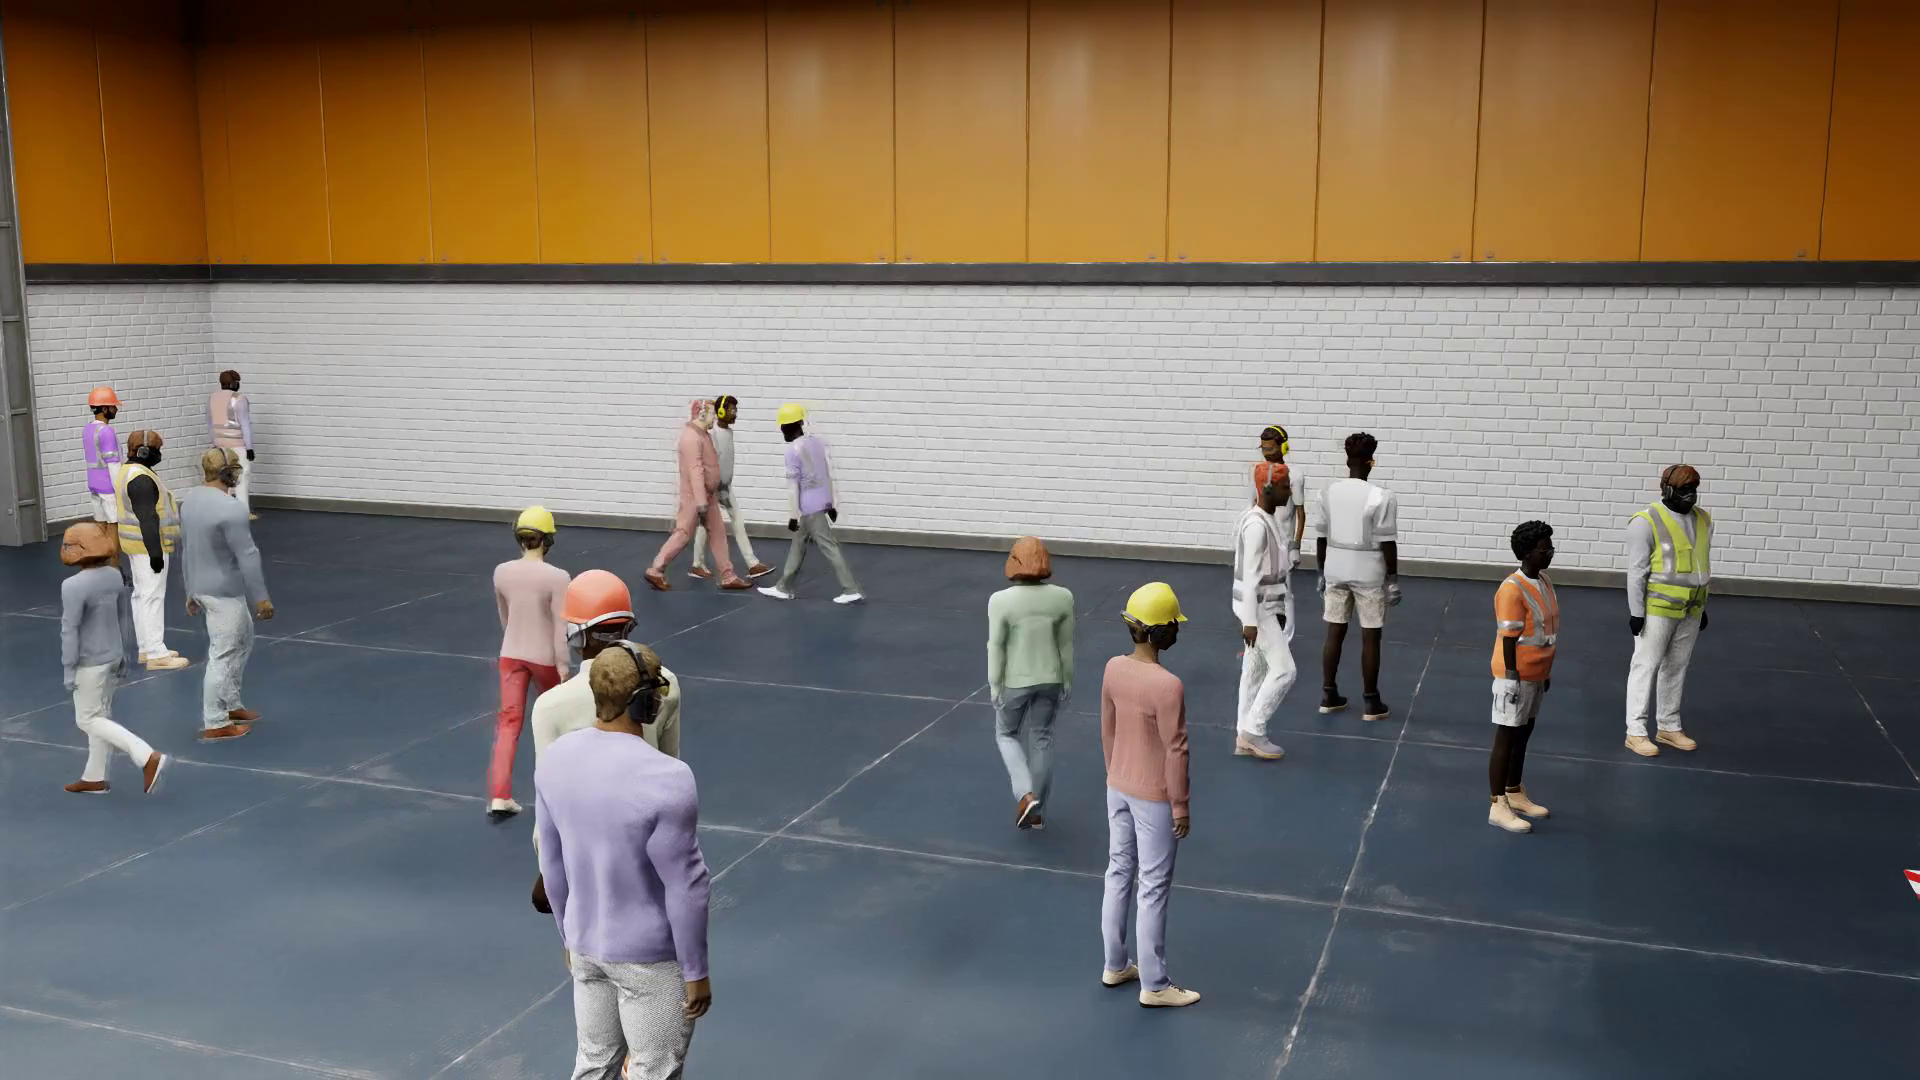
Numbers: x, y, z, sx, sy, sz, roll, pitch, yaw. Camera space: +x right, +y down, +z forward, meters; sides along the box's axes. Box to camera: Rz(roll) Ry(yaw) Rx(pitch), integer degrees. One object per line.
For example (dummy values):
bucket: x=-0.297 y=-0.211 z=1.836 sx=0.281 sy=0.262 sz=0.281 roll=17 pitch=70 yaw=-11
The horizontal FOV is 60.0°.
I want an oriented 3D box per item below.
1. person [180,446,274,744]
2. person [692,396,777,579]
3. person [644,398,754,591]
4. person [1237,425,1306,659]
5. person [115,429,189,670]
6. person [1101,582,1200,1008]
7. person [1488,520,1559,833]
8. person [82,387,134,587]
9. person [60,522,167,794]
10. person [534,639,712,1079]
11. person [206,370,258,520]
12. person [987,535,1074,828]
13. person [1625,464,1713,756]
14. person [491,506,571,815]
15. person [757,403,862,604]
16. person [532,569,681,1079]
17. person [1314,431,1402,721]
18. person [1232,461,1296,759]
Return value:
person: x=-4.713 y=0.346 z=10.790 sx=0.641 sy=1.918 sz=0.615 roll=8 pitch=12 yaw=42
person: x=-2.271 y=-0.494 z=16.318 sx=0.990 sy=1.815 sz=0.533 roll=5 pitch=10 yaw=27
person: x=-2.531 y=-0.427 z=15.823 sx=1.013 sy=1.849 sz=0.644 roll=0 pitch=9 yaw=2
person: x=2.431 y=0.040 z=12.876 sx=0.336 sy=1.864 sz=0.513 roll=-8 pitch=12 yaw=-39
person: x=-6.211 y=0.070 z=12.767 sx=0.429 sy=1.840 sz=0.624 roll=-6 pitch=11 yaw=-35
person: x=0.783 y=1.049 z=6.912 sx=0.312 sy=1.769 sz=0.522 roll=-5 pitch=11 yaw=-30
person: x=3.089 y=0.730 z=9.103 sx=0.319 sy=1.696 sz=0.532 roll=7 pitch=12 yaw=38
person: x=-8.197 y=-0.506 z=16.026 sx=0.544 sy=1.939 sz=0.354 roll=8 pitch=12 yaw=39
person: x=-4.914 y=0.697 z=9.561 sx=0.629 sy=1.610 sz=0.509 roll=1 pitch=9 yaw=4
person: x=-1.009 y=1.255 z=5.101 sx=0.630 sy=1.940 sz=0.372 roll=6 pitch=11 yaw=32
person: x=-8.915 y=-1.155 z=20.366 sx=0.663 sy=1.843 sz=0.459 roll=4 pitch=10 yaw=23
person: x=0.395 y=0.788 z=8.999 sx=0.500 sy=1.622 sz=0.418 roll=-3 pitch=10 yaw=-17
person: x=4.481 y=0.435 z=10.488 sx=0.634 sy=1.841 sz=0.429 roll=-4 pitch=10 yaw=-23
person: x=-2.421 y=0.667 z=9.448 sx=0.522 sy=1.720 sz=0.941 roll=2 pitch=9 yaw=15
person: x=-1.355 y=-0.321 z=15.200 sx=1.021 sy=1.850 sz=0.582 roll=2 pitch=9 yaw=14
person: x=-1.258 y=1.092 z=5.937 sx=0.381 sy=1.994 sz=0.617 roll=8 pitch=12 yaw=40
person: x=2.697 y=0.240 z=11.330 sx=0.611 sy=1.959 sz=0.367 roll=8 pitch=12 yaw=42
person: x=1.919 y=0.449 z=10.302 sx=0.460 sy=1.870 sz=0.616 roll=2 pitch=9 yaw=15
